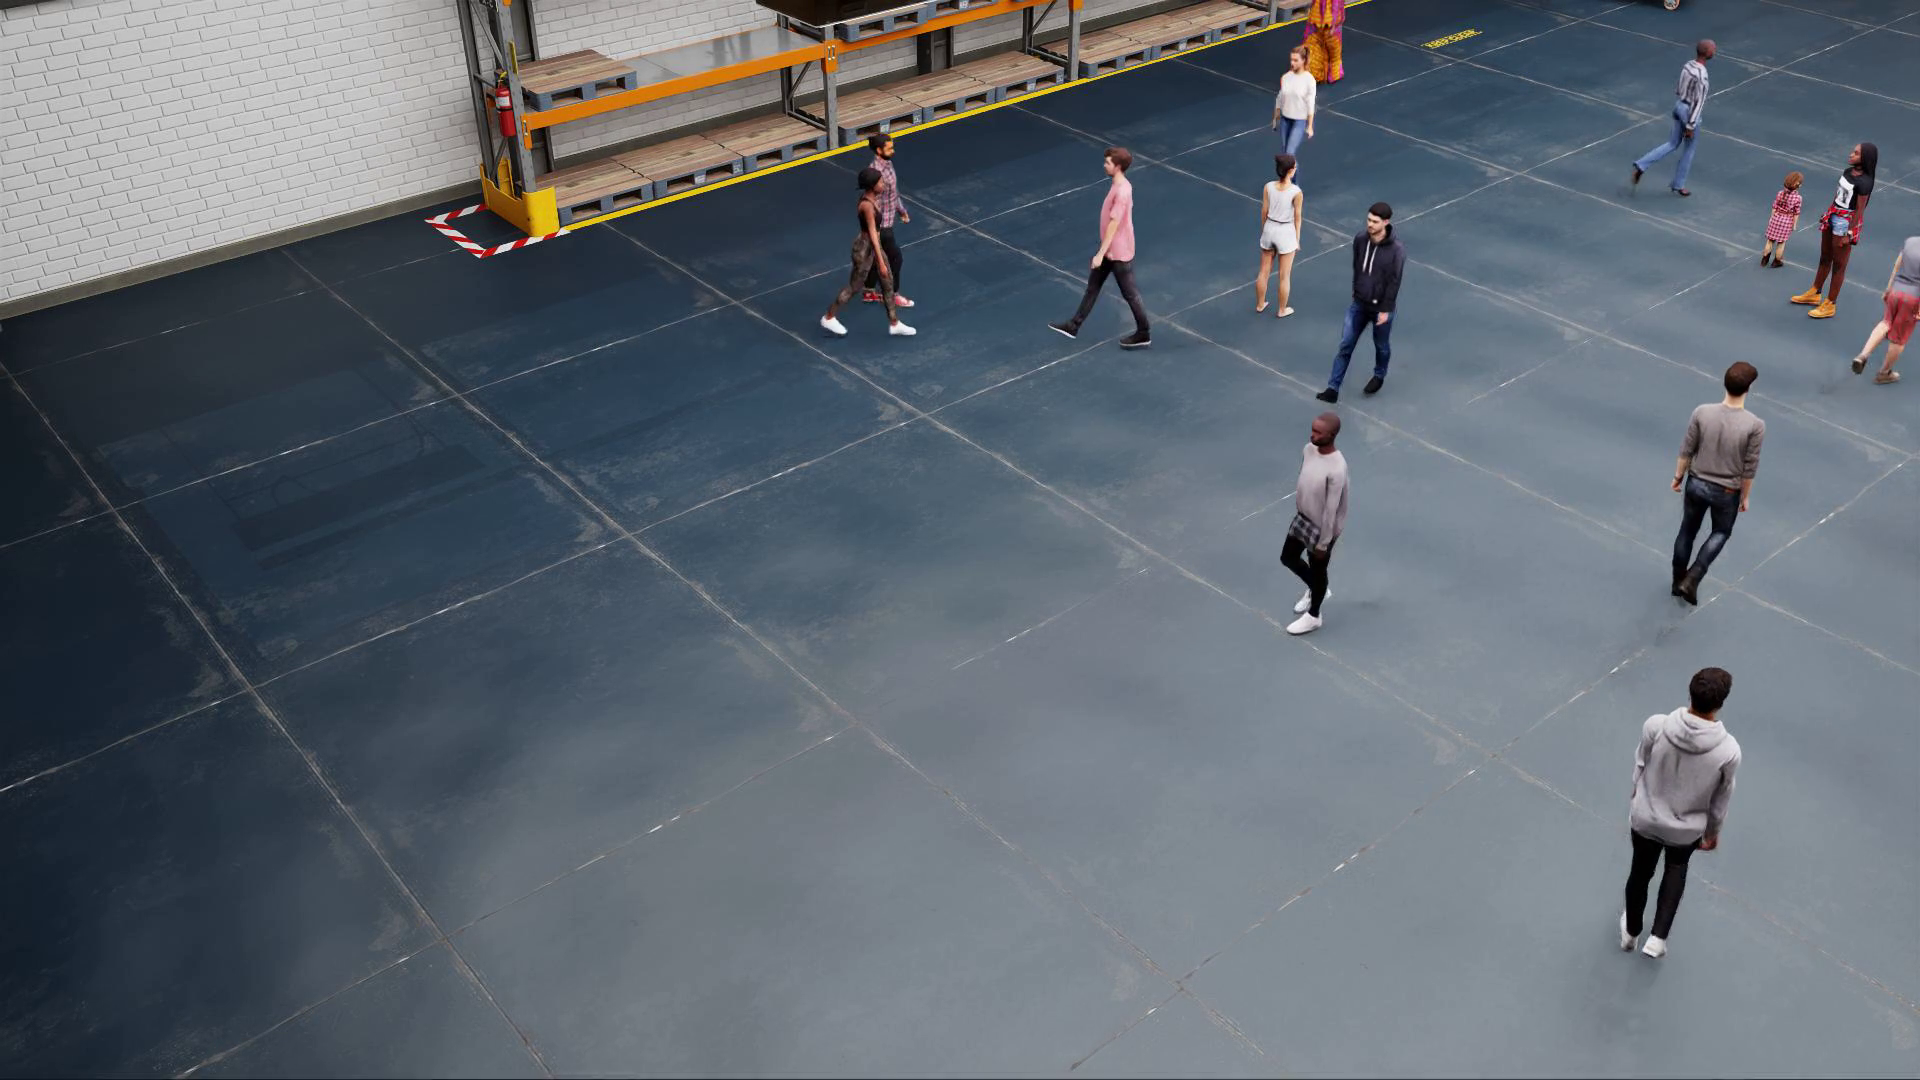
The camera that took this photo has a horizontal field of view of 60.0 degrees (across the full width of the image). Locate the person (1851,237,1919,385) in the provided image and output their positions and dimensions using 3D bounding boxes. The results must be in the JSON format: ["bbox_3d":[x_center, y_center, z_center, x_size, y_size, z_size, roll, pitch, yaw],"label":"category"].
[{"bbox_3d":[8.343,-2.123,14.766,0.840,1.640,0.690,-16,37,-22],"label":"person"}]

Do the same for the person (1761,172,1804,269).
[{"bbox_3d":[8.456,-3.295,17.088,0.452,1.022,0.474,25,41,33],"label":"person"}]

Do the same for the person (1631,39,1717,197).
[{"bbox_3d":[7.964,-4.665,18.470,1.083,1.772,0.935,-5,34,-7],"label":"person"}]

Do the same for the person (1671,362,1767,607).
[{"bbox_3d":[5.342,-0.339,11.853,0.794,1.895,0.902,25,41,32],"label":"person"}]

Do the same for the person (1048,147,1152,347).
[{"bbox_3d":[1.543,-2.633,15.291,1.265,1.909,1.075,-3,34,-5],"label":"person"}]

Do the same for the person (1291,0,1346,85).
[{"bbox_3d":[4.709,-6.772,21.726,1.128,1.677,0.693,-21,39,-29],"label":"person"}]

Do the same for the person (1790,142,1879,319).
[{"bbox_3d":[8.482,-2.996,16.000,0.769,1.728,0.724,-1,34,-2],"label":"person"}]

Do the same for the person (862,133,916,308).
[{"bbox_3d":[-0.848,-3.100,16.145,0.952,1.740,0.892,1,34,1],"label":"person"}]

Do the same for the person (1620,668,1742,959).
[{"bbox_3d":[3.815,1.552,8.989,0.832,1.914,0.908,18,37,25],"label":"person"}]

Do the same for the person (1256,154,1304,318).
[{"bbox_3d":[3.072,-2.942,16.003,0.614,1.636,0.585,21,39,29],"label":"person"}]

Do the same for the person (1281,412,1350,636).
[{"bbox_3d":[2.585,-0.122,11.645,0.737,1.763,0.702,-15,36,-21],"label":"person"}]

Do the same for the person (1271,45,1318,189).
[{"bbox_3d":[3.761,-4.637,18.484,0.583,1.711,0.635,-26,41,-33],"label":"person"}]

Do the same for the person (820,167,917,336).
[{"bbox_3d":[-0.949,-2.643,15.537,1.156,1.653,1.069,2,34,3],"label":"person"}]

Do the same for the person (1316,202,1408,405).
[{"bbox_3d":[3.671,-2.079,14.517,0.790,1.842,1.174,26,42,33],"label":"person"}]
